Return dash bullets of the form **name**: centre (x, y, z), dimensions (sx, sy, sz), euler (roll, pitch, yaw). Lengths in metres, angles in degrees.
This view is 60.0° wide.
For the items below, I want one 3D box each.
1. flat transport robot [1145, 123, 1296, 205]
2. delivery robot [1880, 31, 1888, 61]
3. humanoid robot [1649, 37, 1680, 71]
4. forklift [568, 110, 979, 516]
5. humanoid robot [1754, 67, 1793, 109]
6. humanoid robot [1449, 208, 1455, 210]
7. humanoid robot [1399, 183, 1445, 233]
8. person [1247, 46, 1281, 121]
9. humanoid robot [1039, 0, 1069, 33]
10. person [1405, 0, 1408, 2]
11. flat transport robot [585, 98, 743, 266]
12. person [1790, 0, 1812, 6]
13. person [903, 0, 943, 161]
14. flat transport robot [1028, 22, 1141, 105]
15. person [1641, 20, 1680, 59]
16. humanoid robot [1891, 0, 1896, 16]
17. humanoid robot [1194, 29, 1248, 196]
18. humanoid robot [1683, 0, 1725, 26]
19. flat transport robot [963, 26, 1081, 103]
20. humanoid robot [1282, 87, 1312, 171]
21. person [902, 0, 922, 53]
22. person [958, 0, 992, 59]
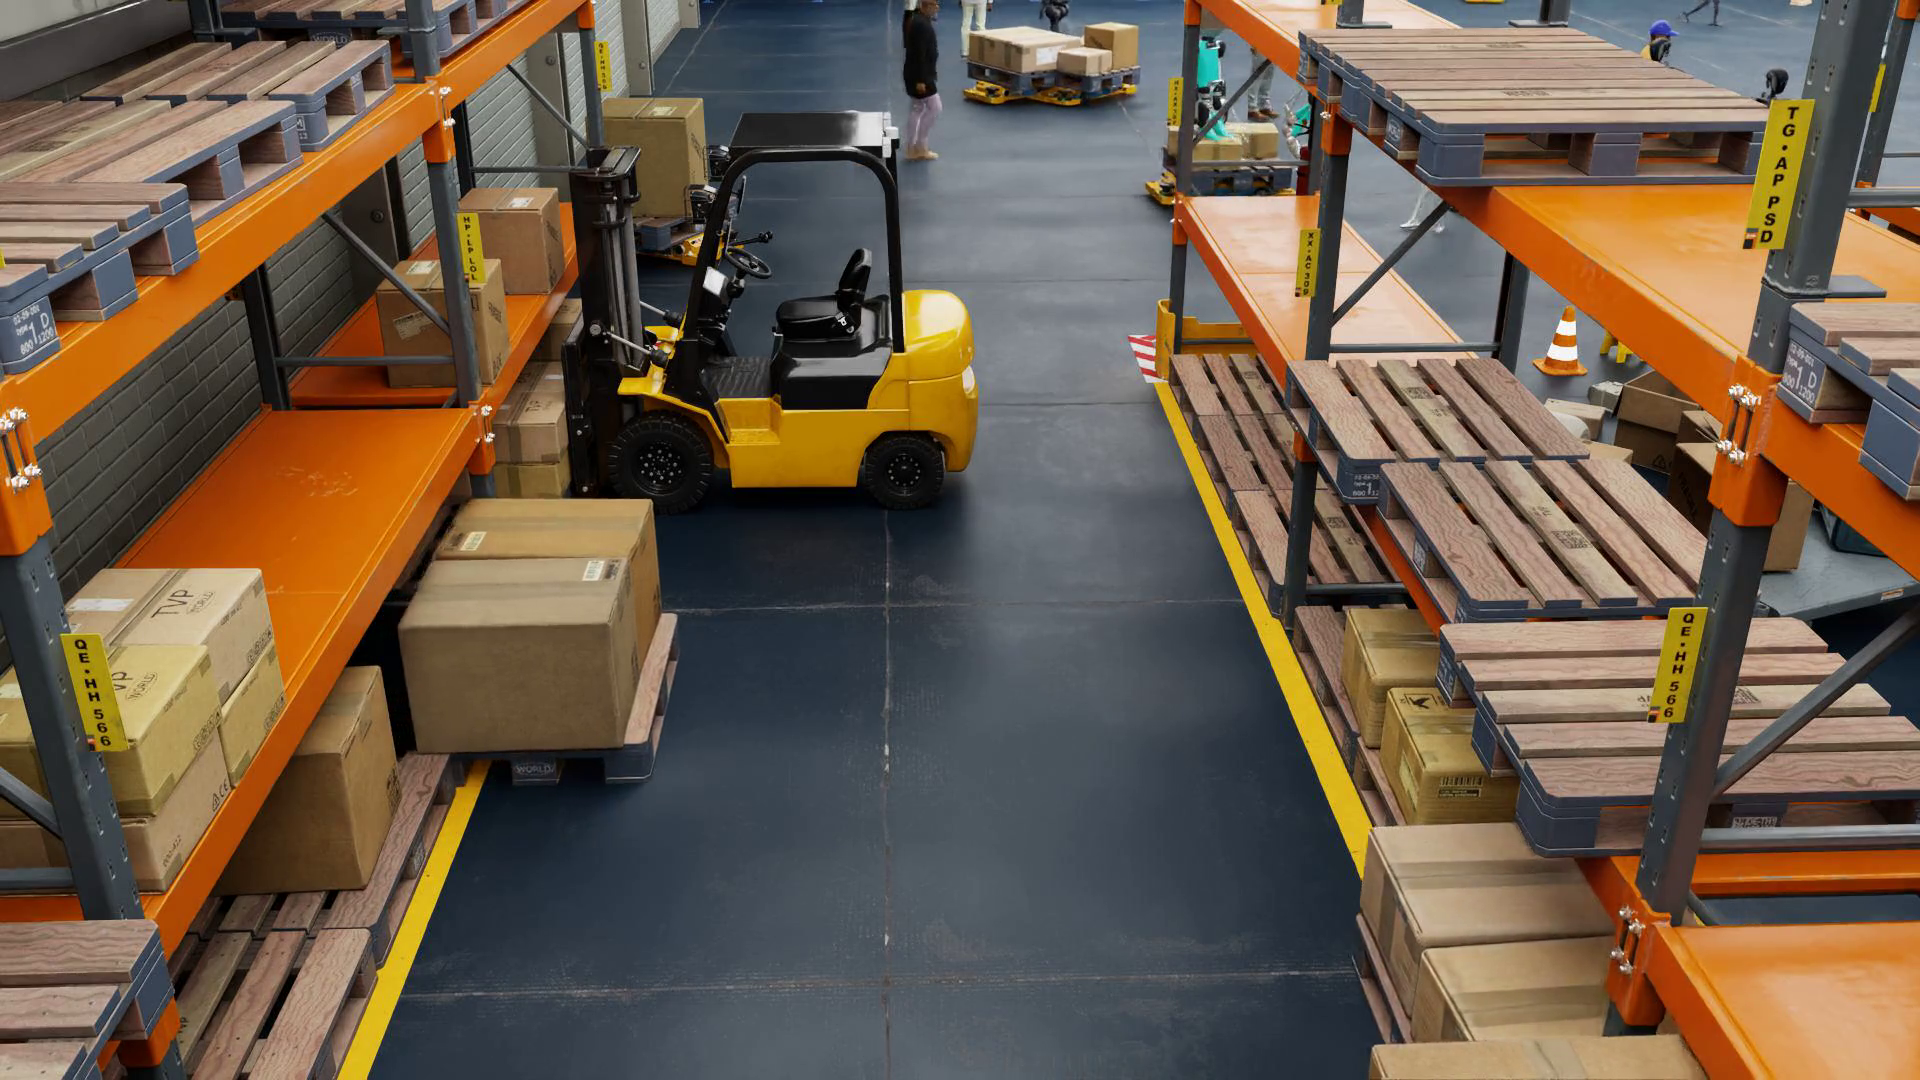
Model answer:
- **flat transport robot**: centre (2.664, -3.595, 16.916), dimensions (1.431, 0.231, 0.659), euler (-4, 26, -8)
- **delivery robot**: centre (13.325, -7.348, 24.511), dimensions (0.753, 0.579, 0.499), euler (-15, 29, -29)
- **humanoid robot**: centre (6.805, -4.056, 16.245), dimensions (0.456, 1.648, 0.610), euler (-18, 31, -34)
- **forklift**: centre (-1.043, -1.379, 9.976), dimensions (2.313, 2.155, 1.214), euler (-1, 25, -2)
- **humanoid robot**: centre (7.160, -3.432, 14.986), dimensions (0.616, 1.633, 0.772), euler (-8, 27, -17)
- **humanoid robot**: centre (5.004, -4.005, 16.137), dimensions (0.589, 1.648, 0.326), euler (-11, 27, -22)
- **humanoid robot**: centre (4.363, -3.730, 15.500), dimensions (0.562, 1.794, 0.795), euler (21, 33, 38)
- **person**: centre (3.757, -6.110, 20.310), dimensions (0.678, 1.923, 0.401), euler (-20, 32, -36)
- **humanoid robot**: centre (1.455, -7.781, 24.203), dimensions (0.752, 1.650, 0.597), euler (20, 32, 36)
- **person**: centre (6.645, -8.330, 25.092), dimensions (0.382, 1.848, 0.569), euler (19, 31, 34)
- **flat transport robot**: centre (-2.746, -2.729, 15.082), dimensions (1.431, 0.231, 0.659), euler (12, 28, 24)
- **person**: centre (15.226, -10.561, 29.786), dimensions (0.399, 1.886, 0.512), euler (17, 30, 31)
- **person**: centre (-0.387, -5.059, 18.178), dimensions (0.486, 1.832, 0.579), euler (-1, 25, -2)
- **flat transport robot**: centre (1.614, -5.908, 21.815), dimensions (0.659, 0.231, 1.431), euler (23, 34, 40)
- **person**: centre (7.019, -4.431, 17.000), dimensions (0.386, 1.707, 0.433), euler (9, 27, 18)
- **humanoid robot**: centre (16.288, -9.801, 28.400), dimensions (0.530, 1.650, 0.590), euler (16, 30, 31)
- **humanoid robot**: centre (2.573, -4.132, 16.352), dimensions (0.740, 1.794, 0.541), euler (23, 33, 39)
- **humanoid robot**: centre (12.460, -9.380, 27.557), dimensions (0.673, 1.647, 0.584), euler (15, 29, 28)
- **flat transport robot**: centre (0.809, -5.957, 21.918), dimensions (1.431, 0.231, 0.659), euler (-16, 30, -30)
- **humanoid robot**: centre (3.623, -4.694, 17.543), dimensions (0.661, 1.821, 0.541), euler (8, 26, 16)
- **person**: centre (-0.679, -8.286, 24.944), dimensions (0.377, 1.899, 0.544), euler (20, 32, 36)
- **person**: centre (0.222, -7.961, 24.425), dimensions (0.564, 1.749, 0.333), euler (8, 26, 17)
